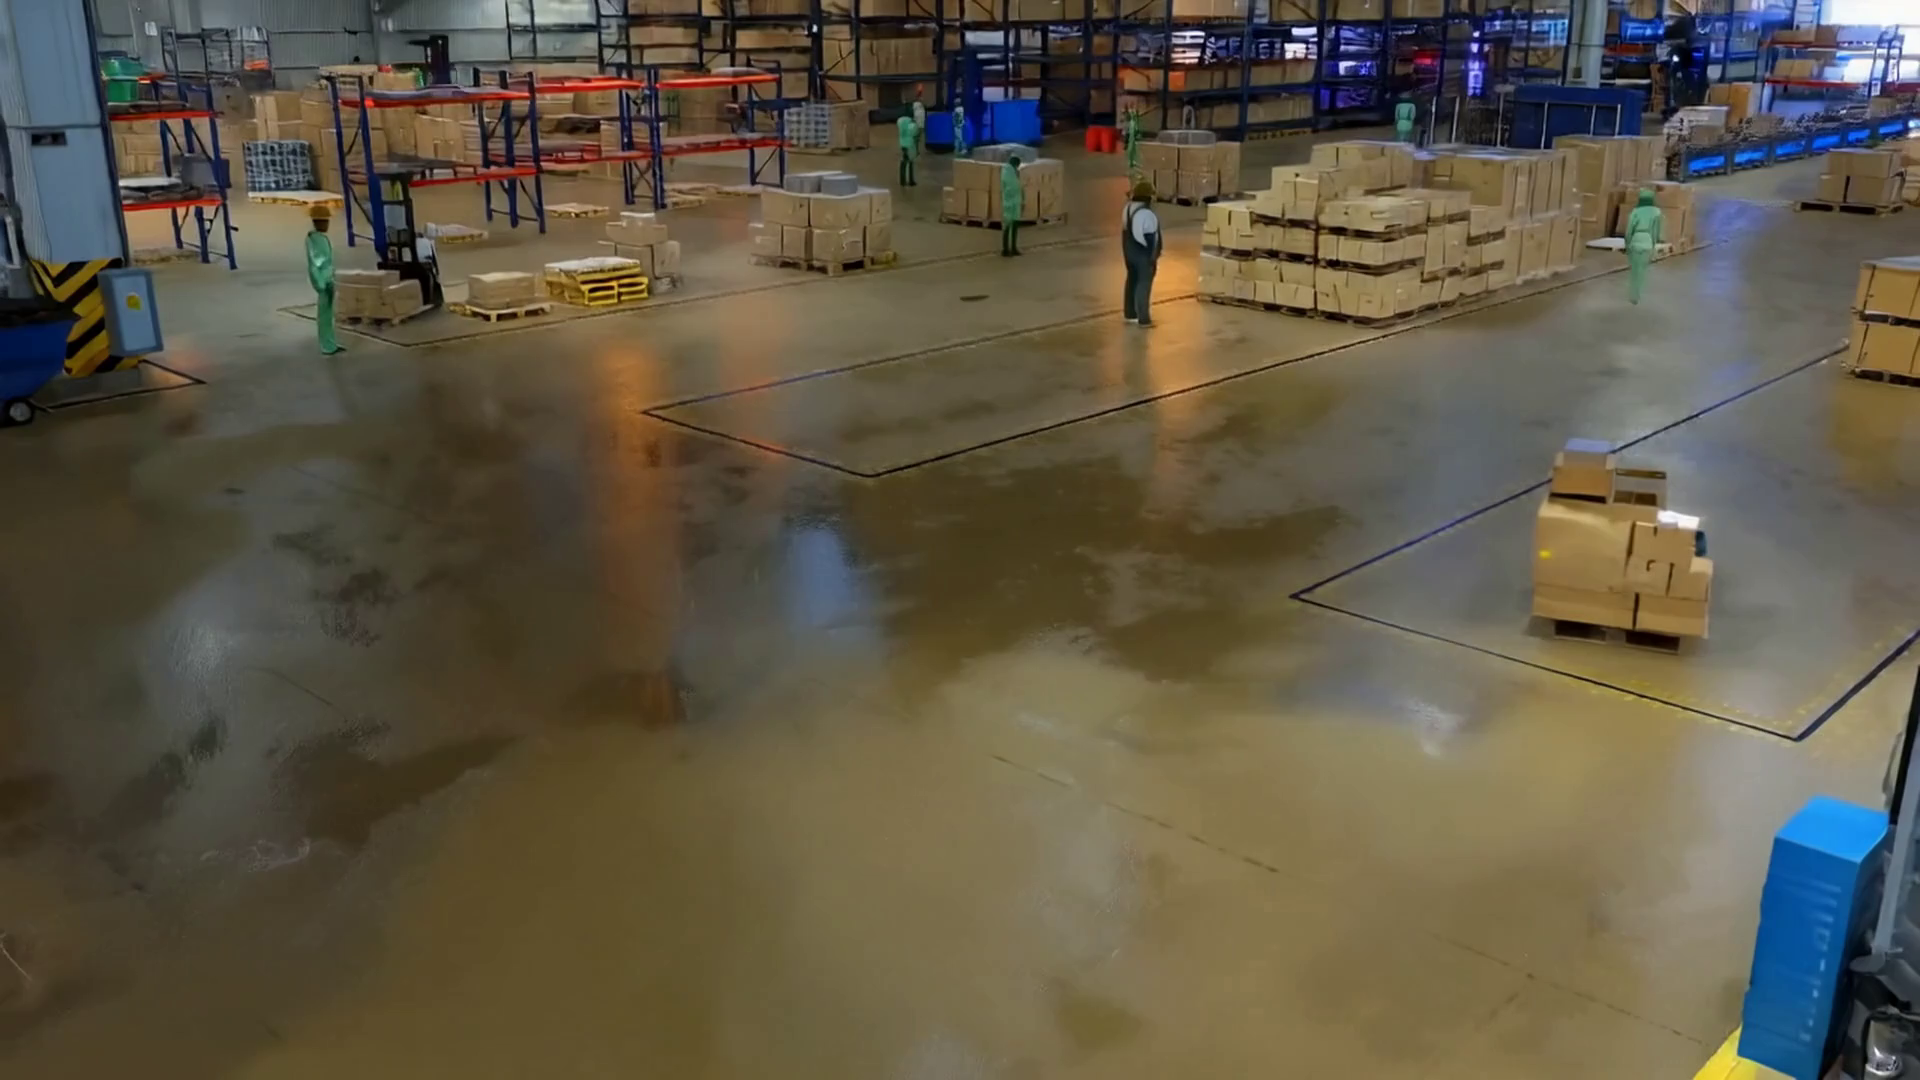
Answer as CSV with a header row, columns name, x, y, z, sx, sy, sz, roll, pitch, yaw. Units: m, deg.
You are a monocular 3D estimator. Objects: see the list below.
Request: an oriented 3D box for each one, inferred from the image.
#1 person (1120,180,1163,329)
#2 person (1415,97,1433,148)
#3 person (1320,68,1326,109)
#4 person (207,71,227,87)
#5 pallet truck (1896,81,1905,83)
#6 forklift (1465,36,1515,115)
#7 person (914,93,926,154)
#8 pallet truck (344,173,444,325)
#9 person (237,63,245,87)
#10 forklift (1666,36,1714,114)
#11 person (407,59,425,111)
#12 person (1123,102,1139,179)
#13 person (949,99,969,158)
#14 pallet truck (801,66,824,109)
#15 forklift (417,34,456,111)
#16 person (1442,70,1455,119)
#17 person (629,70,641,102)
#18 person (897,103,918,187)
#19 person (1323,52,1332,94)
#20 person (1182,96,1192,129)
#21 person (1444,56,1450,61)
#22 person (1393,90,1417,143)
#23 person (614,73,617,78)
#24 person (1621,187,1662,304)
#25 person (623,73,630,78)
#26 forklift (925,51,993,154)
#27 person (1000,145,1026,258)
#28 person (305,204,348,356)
name,x,y,z,sx,sy,sz,roll,pitch,yaw
person,2.540,-3.959,23.021,0.538,2.000,0.682,-10,21,-28
person,13.034,-11.610,46.732,0.510,1.617,0.438,14,23,37
person,13.387,-16.899,62.013,0.387,2.038,0.605,-5,19,-15
person,-24.604,-14.576,55.210,0.648,1.908,0.819,-9,20,-25
pallet truck,34.802,-16.331,61.455,0.653,1.274,1.630,17,25,41
forklift,19.973,-17.201,61.605,1.873,2.768,1.129,16,24,40
person,-1.145,-11.851,47.337,0.317,1.695,0.540,7,20,20
pallet truck,-8.209,-4.181,23.757,0.823,1.965,1.885,3,19,9
person,-25.561,-16.010,59.401,0.611,1.995,0.380,9,20,26
forklift,27.341,-17.291,61.877,1.129,2.768,1.873,17,25,41
person,-20.916,-17.464,63.870,0.546,1.939,0.375,6,19,17
person,4.230,-9.854,41.059,0.327,1.865,0.520,9,20,24
person,-0.058,-11.477,46.358,0.848,1.593,0.599,17,25,42
pallet truck,-4.812,-15.182,56.903,0.823,1.965,1.885,-9,21,-26
forklift,-20.017,-18.105,64.331,1.129,2.768,1.873,17,25,41
person,17.619,-16.088,60.035,0.538,1.731,0.442,-13,22,-34
person,-11.035,-14.876,56.105,0.597,1.916,0.371,-10,21,-27
person,-1.238,-9.366,39.452,0.606,1.958,0.378,15,24,38
person,16.455,-20.986,74.653,0.555,1.827,0.649,-15,23,-37
person,6.421,-11.732,47.070,0.313,1.637,0.513,7,20,21
person,19.937,-18.861,68.152,0.689,1.883,0.680,-8,20,-24
person,12.025,-11.129,44.811,0.580,1.914,0.681,12,22,33
person,-11.021,-14.064,53.625,0.633,1.938,0.356,3,19,9
person,10.194,-4.441,24.974,0.511,1.705,0.823,3,19,8
person,-11.419,-15.042,56.785,0.856,1.819,0.630,-16,24,-40
forklift,-0.013,-12.538,47.557,1.129,2.768,1.873,17,25,41
person,0.953,-5.926,29.115,0.551,1.932,0.377,-16,24,-39
person,-8.139,-3.334,21.316,0.367,1.927,0.590,-4,19,-11
